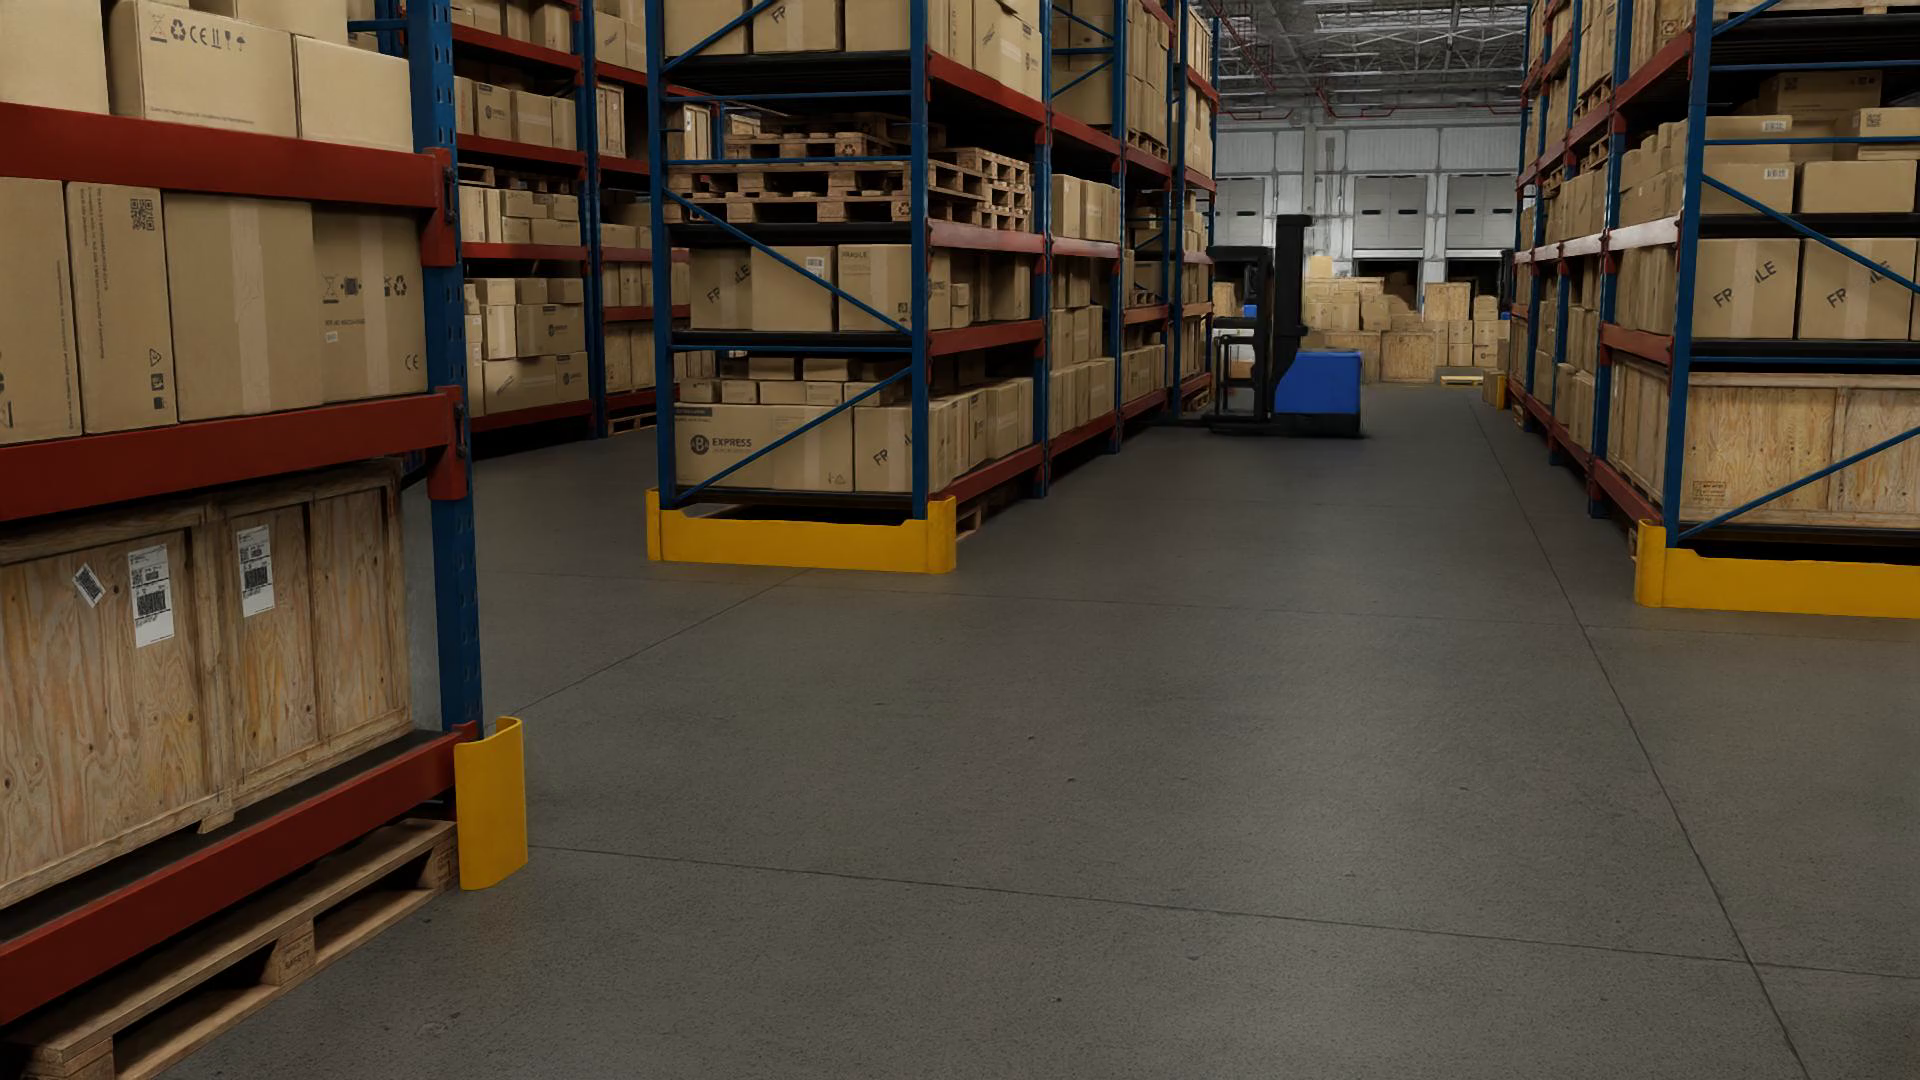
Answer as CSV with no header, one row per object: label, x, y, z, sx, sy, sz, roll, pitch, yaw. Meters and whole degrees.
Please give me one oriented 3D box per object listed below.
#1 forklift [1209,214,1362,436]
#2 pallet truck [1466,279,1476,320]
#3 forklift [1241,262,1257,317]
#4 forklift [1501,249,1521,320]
forklift,4.253,-2.787,21.481,1.873,2.768,1.129,2,9,15
pallet truck,18.896,-8.459,60.307,1.885,1.965,0.823,5,10,31
forklift,10.551,-8.662,58.805,1.129,2.768,1.873,2,9,15
forklift,15.612,-6.692,46.291,1.129,2.768,1.873,2,9,15
